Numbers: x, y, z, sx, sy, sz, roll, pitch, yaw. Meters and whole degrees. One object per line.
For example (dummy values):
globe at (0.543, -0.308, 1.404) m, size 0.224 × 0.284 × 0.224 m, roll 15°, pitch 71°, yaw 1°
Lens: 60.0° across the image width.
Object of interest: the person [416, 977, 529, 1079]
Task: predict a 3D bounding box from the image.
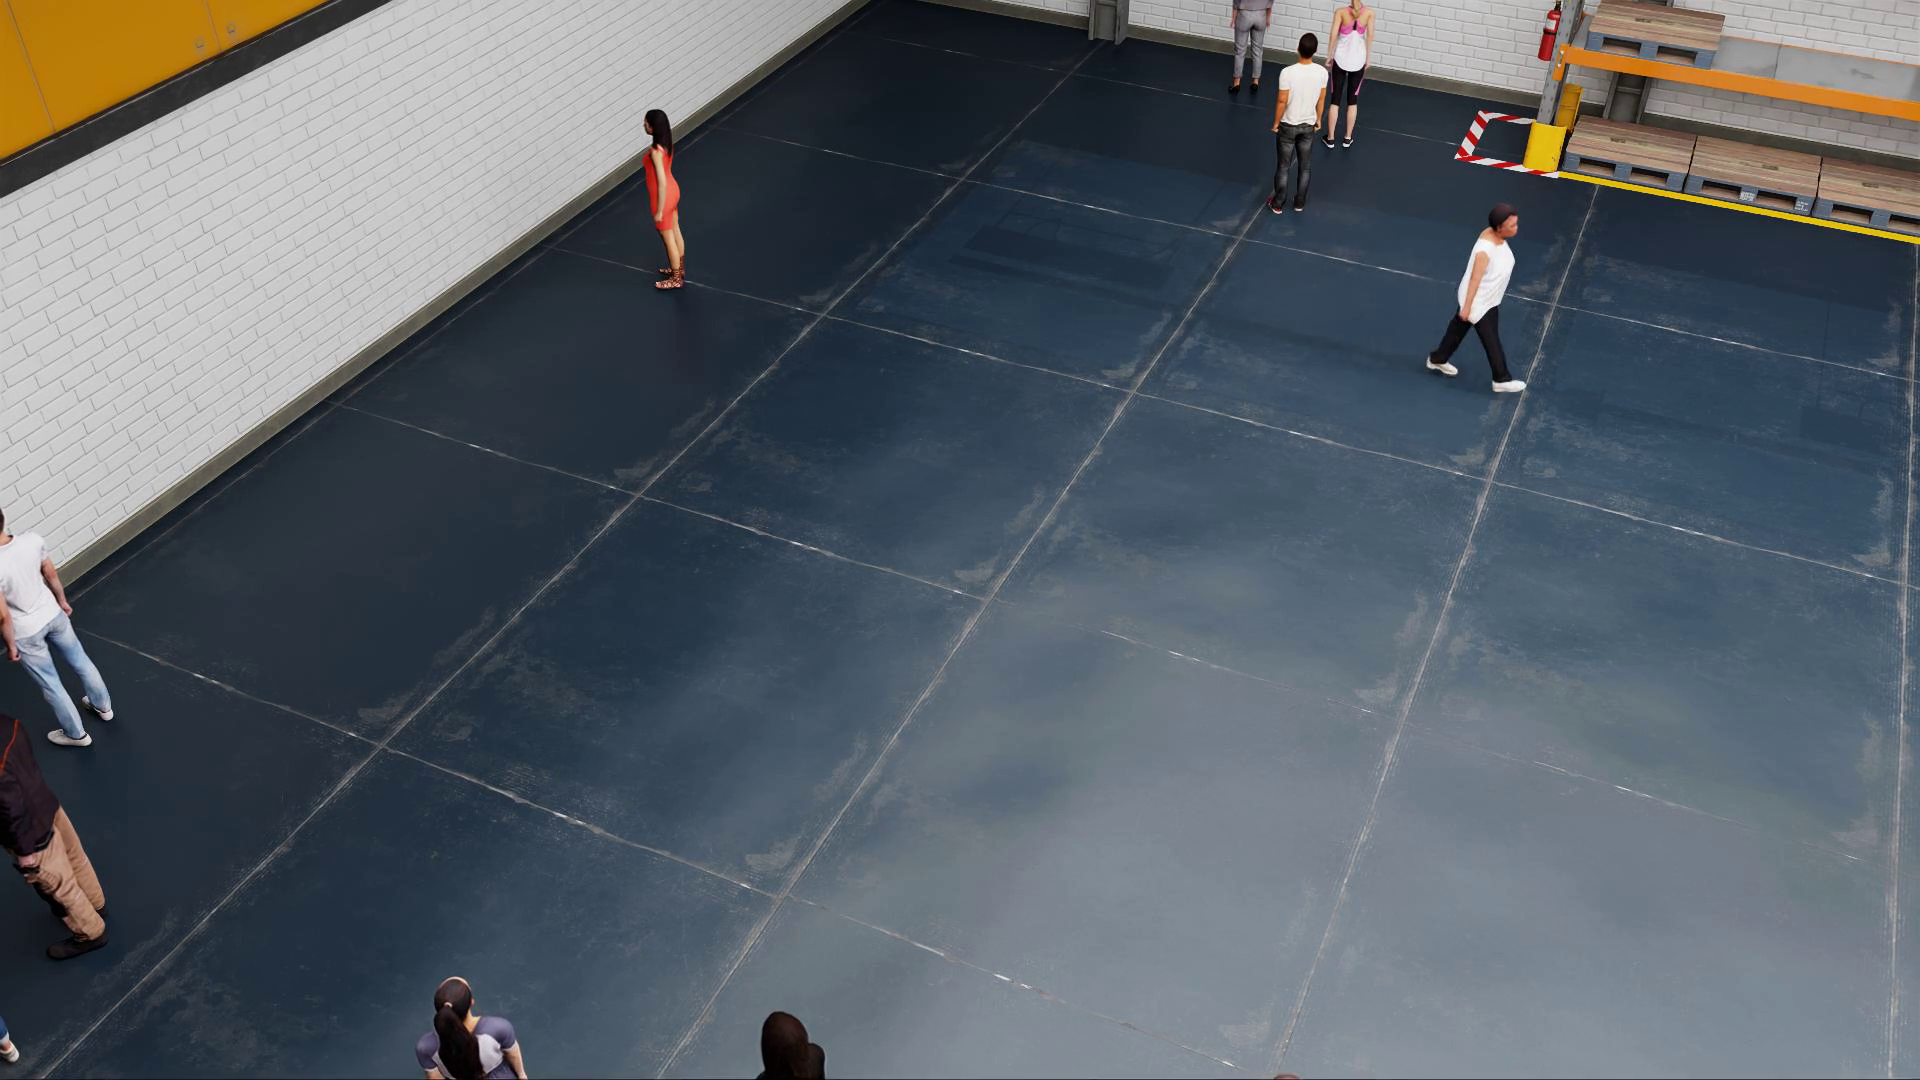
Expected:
person at (-2.268, 2.632, 7.936) m, size 0.661 × 1.651 × 0.731 m, roll -11°, pitch 40°, yaw -13°

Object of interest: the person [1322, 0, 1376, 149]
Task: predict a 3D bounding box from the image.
person at (4.049, -4.966, 17.341) m, size 0.574 × 1.787 × 0.729 m, roll 3°, pitch 39°, yaw 4°

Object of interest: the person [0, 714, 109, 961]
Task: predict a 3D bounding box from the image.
person at (-5.073, 1.541, 9.083) m, size 0.827 × 1.925 × 0.794 m, roll -9°, pitch 39°, yaw -11°

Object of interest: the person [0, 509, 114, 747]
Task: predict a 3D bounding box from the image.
person at (-5.785, 0.523, 10.418) m, size 0.564 × 1.851 × 0.680 m, roll 12°, pitch 40°, yaw 15°

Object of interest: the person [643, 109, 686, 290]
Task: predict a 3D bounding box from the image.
person at (-2.668, -3.085, 15.040) m, size 0.639 × 1.719 × 0.658 m, roll 2°, pitch 39°, yaw 3°

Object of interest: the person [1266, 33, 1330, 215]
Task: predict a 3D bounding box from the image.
person at (3.285, -4.050, 16.181) m, size 0.662 × 1.804 × 0.773 m, roll -5°, pitch 39°, yaw -6°

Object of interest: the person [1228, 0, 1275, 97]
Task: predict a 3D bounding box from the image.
person at (3.222, -5.748, 18.408) m, size 0.694 × 1.678 × 0.787 m, roll -4°, pitch 39°, yaw -5°

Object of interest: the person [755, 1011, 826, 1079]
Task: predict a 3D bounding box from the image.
person at (-0.762, 2.767, 7.775) m, size 0.579 × 1.641 × 0.637 m, roll 27°, pitch 46°, yaw 29°

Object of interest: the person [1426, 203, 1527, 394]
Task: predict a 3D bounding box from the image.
person at (4.254, -2.016, 13.759) m, size 1.051 × 1.647 × 0.649 m, roll 16°, pitch 41°, yaw 19°
